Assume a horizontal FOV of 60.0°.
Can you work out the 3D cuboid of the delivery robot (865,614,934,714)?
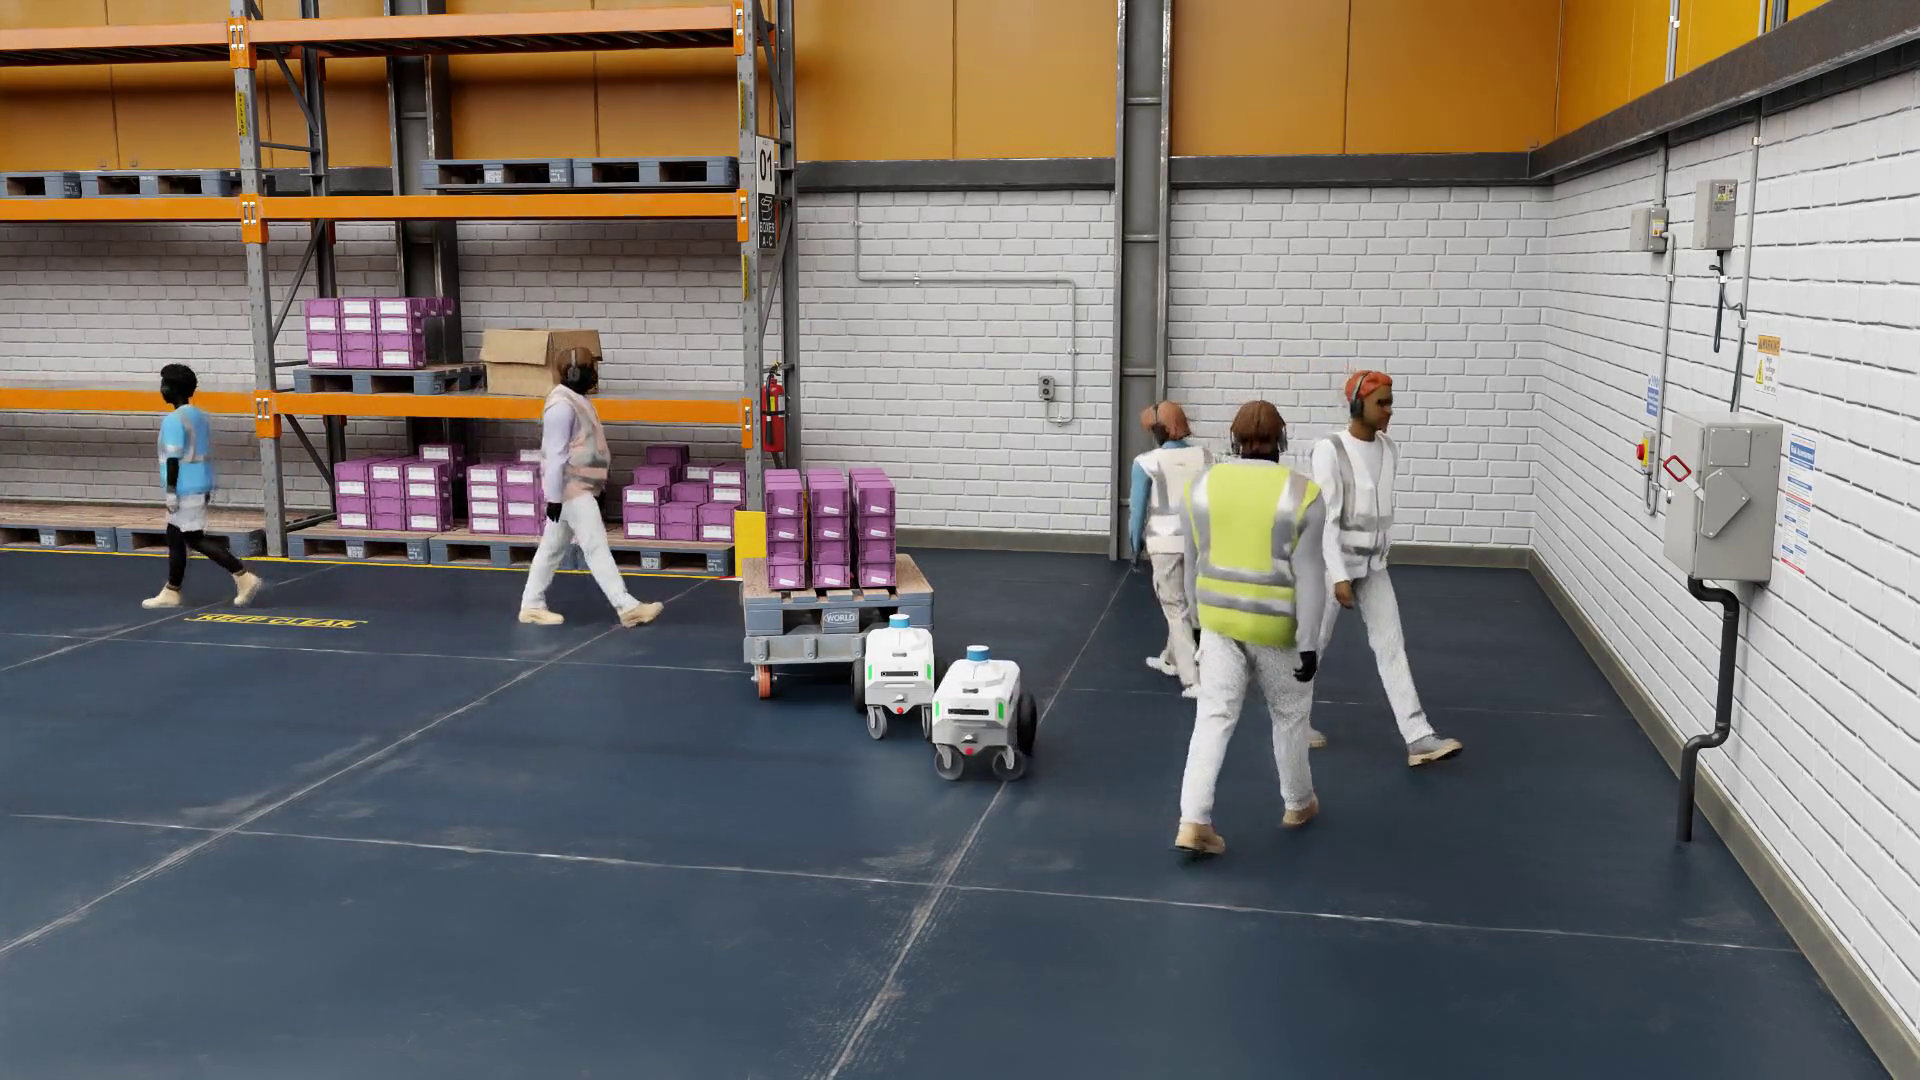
[{"bbox_3d":[-0.304,0.618,8.367,0.477,0.478,0.707,0,9,-2],"label":"delivery robot"}]

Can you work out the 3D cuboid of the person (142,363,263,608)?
[{"bbox_3d":[-5.118,-0.353,11.150,0.779,1.667,0.534,-1,10,-8],"label":"person"}]

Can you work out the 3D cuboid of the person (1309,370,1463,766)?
[{"bbox_3d":[1.872,0.133,7.741,0.583,1.826,1.007,-6,11,-32],"label":"person"}]

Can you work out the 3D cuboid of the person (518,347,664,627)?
[{"bbox_3d":[-2.413,-0.326,10.609,0.968,1.797,0.645,-1,9,-5],"label":"person"}]

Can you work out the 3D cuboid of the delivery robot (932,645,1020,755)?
[{"bbox_3d":[0.082,0.732,7.684,0.477,0.478,0.707,1,10,7],"label":"delivery robot"}]

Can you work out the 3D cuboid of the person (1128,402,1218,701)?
[{"bbox_3d":[1.176,0.042,8.989,0.572,1.582,0.790,-3,10,-20],"label":"person"}]

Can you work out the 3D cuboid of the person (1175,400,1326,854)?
[{"bbox_3d":[1.153,0.345,6.615,0.624,1.805,0.934,6,11,30],"label":"person"}]
